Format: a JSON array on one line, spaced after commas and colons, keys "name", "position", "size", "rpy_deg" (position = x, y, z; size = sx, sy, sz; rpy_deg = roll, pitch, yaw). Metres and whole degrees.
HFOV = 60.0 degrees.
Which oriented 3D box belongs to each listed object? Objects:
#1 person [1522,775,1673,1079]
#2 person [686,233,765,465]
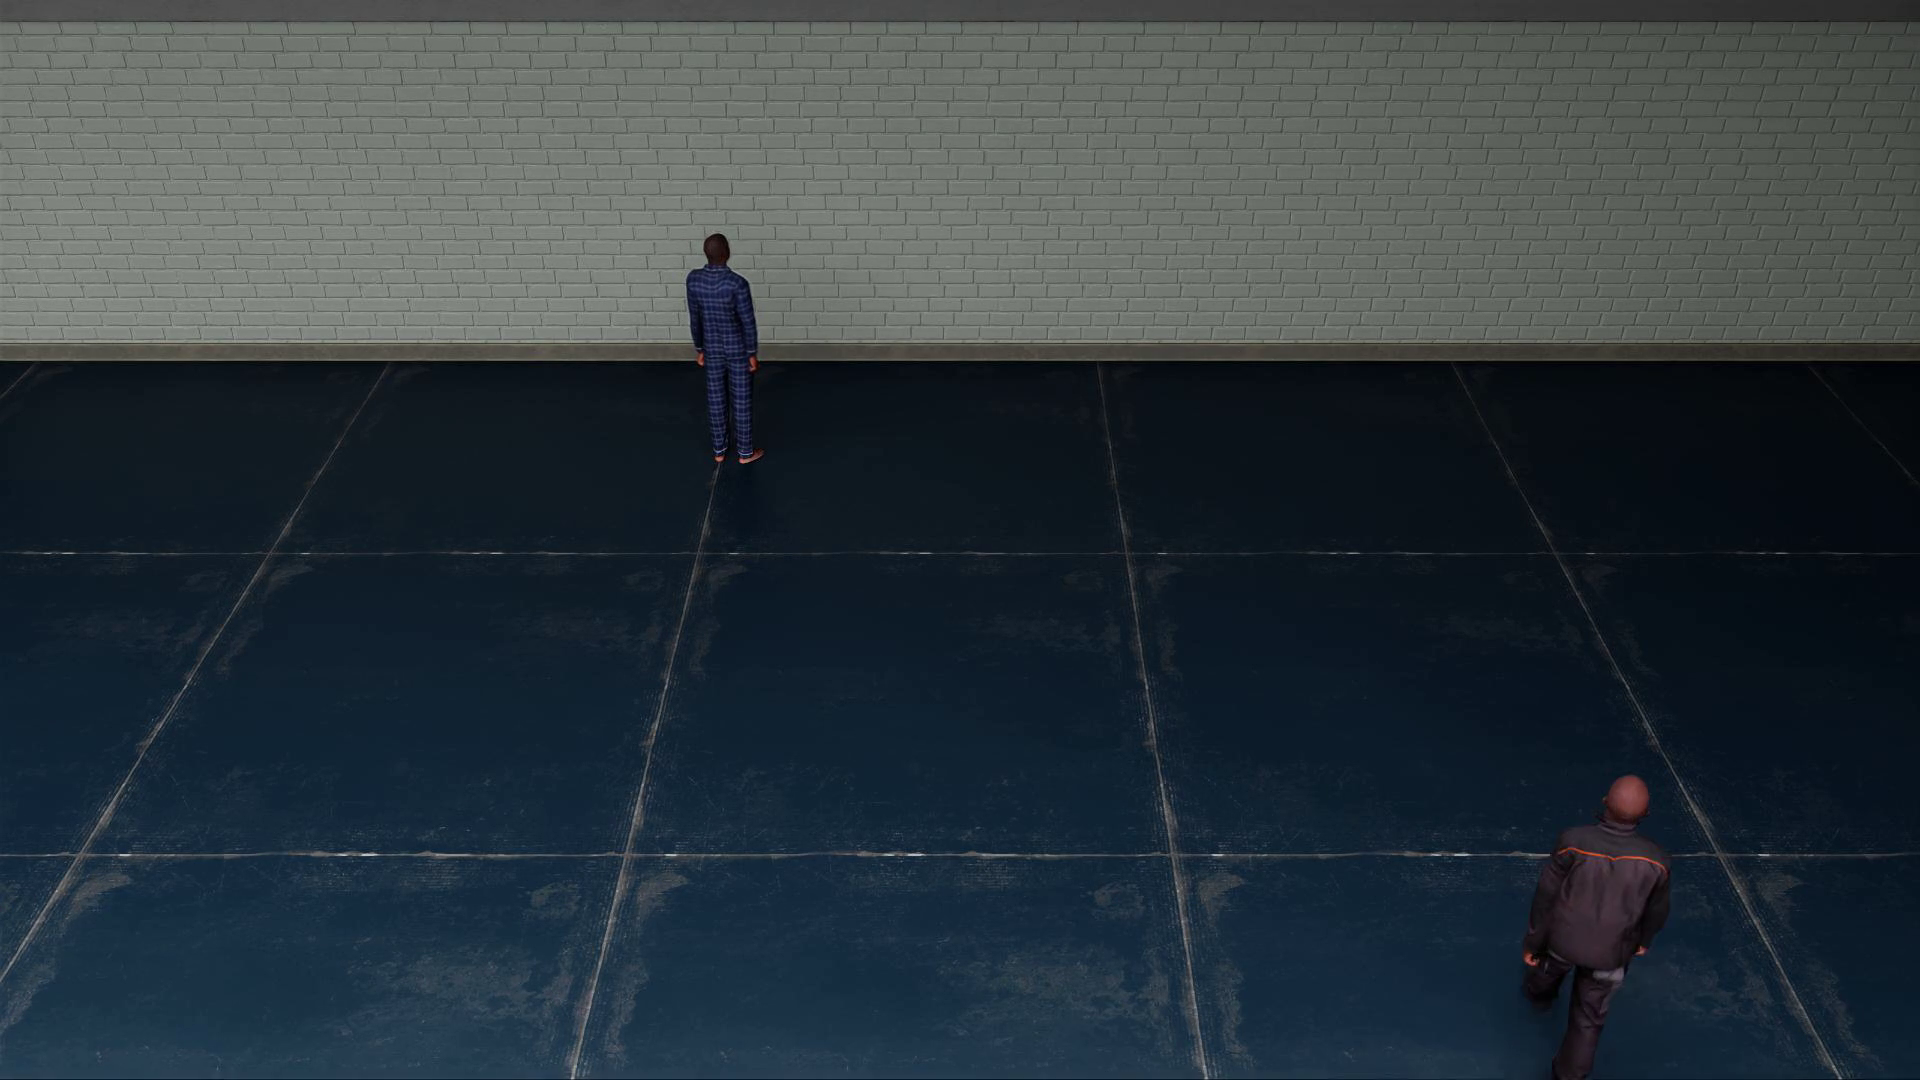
[{"name": "person", "position": [2.758, 1.833, 7.315], "size": [1.000, 1.791, 1.269], "rpy_deg": [11, 35, 17]}, {"name": "person", "position": [-1.729, -1.407, 12.266], "size": [0.729, 1.824, 0.700], "rpy_deg": [8, 34, 12]}]
